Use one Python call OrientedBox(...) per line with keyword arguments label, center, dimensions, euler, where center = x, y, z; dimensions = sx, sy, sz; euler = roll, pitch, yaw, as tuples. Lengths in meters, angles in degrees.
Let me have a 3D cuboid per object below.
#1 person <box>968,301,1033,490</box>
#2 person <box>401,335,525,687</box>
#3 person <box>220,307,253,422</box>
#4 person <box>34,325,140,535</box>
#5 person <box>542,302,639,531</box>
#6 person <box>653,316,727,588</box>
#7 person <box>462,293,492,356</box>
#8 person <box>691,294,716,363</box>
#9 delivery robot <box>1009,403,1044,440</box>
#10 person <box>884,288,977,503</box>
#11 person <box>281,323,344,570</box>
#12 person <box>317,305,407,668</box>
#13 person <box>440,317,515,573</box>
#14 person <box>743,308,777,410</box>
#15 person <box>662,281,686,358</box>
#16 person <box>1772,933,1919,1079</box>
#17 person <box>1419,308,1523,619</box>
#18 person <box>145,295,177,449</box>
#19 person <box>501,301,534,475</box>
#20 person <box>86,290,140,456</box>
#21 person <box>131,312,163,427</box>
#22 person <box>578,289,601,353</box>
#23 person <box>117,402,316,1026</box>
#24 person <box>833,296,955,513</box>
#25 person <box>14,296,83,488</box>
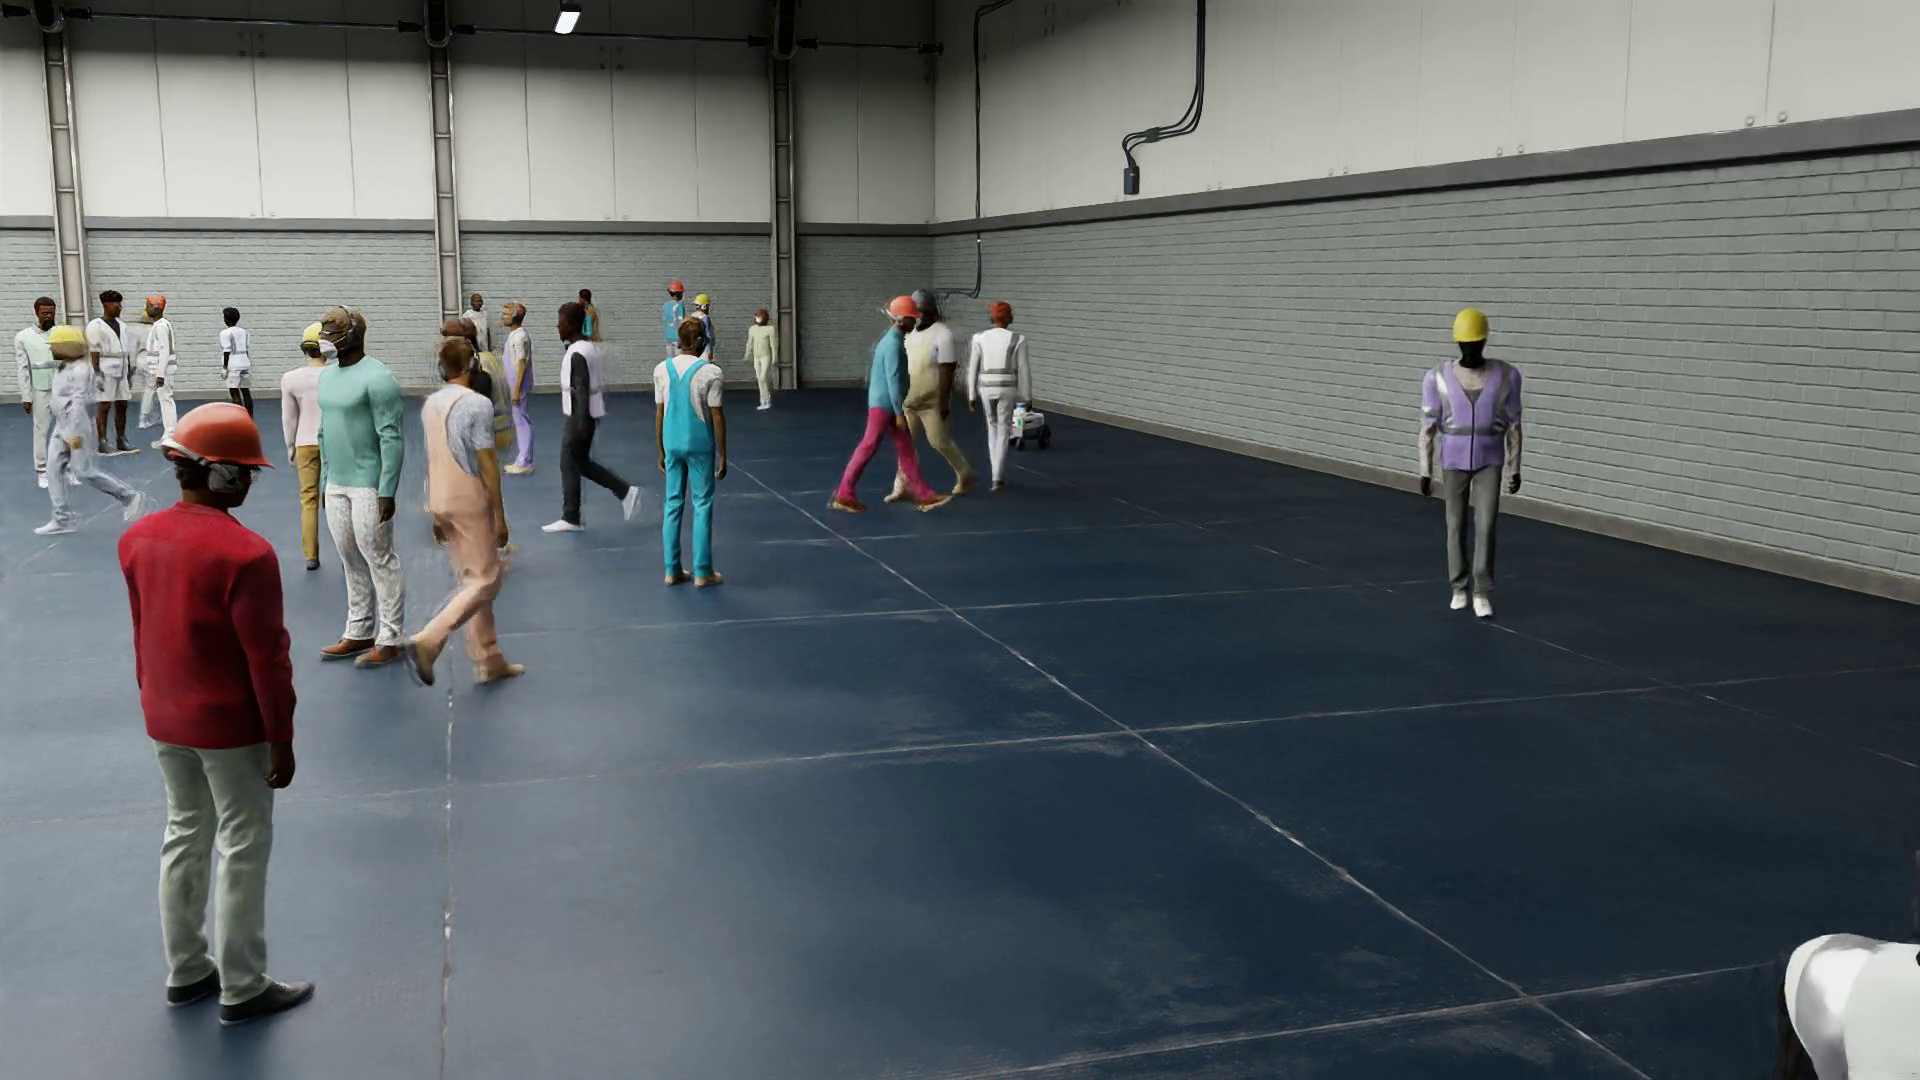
OrientedBox(label="person", center=(0.435, -1.445, 16.628), dimensions=(0.614, 1.848, 0.791), euler=(4, 10, 21))
OrientedBox(label="person", center=(-2.558, -0.120, 8.377), dimensions=(0.558, 1.803, 0.684), euler=(6, 11, 35))
OrientedBox(label="person", center=(-10.025, -2.370, 23.023), dimensions=(0.320, 1.695, 0.537), euler=(2, 9, 14))
OrientedBox(label="person", center=(-7.236, -0.917, 13.676), dimensions=(0.490, 1.701, 0.736), euler=(7, 11, 38))
OrientedBox(label="person", center=(-3.082, -1.014, 13.739), dimensions=(0.716, 1.898, 0.603), euler=(-1, 9, -7))
OrientedBox(label="person", center=(-1.810, -0.588, 11.222), dimensions=(0.517, 1.836, 0.349), euler=(3, 9, 16))
OrientedBox(label="person", center=(-8.438, -3.389, 29.095), dimensions=(0.341, 1.839, 0.501), euler=(8, 12, 42))
OrientedBox(label="person", center=(-4.283, -3.184, 27.778), dimensions=(0.404, 1.835, 0.590), euler=(-6, 11, -35))
OrientedBox(label="delivery robot", center=(0.747, -1.434, 20.380), dimensions=(0.477, 0.478, 0.707), euler=(5, 10, 28))
OrientedBox(label="person", center=(-0.277, -1.377, 15.590), dimensions=(0.686, 2.000, 0.912), euler=(9, 12, 44))
OrientedBox(label="person", center=(-4.555, -0.661, 11.897), dimensions=(0.525, 1.769, 0.327), euler=(-1, 9, -3))
OrientedBox(label="person", center=(-3.230, -0.284, 8.943), dimensions=(0.635, 1.937, 0.353), euler=(7, 11, 37))
OrientedBox(label="person", center=(-3.385, -0.651, 11.674), dimensions=(0.439, 1.817, 0.653), euler=(-3, 9, -16))
OrientedBox(label="person", center=(-3.190, -2.869, 26.447), dimensions=(0.507, 1.620, 0.488), euler=(5, 10, 31))
OrientedBox(label="person", center=(-5.049, -3.582, 29.651), dimensions=(0.383, 2.045, 0.605), euler=(-8, 12, -43))
OrientedBox(label="person", center=(1.090, 0.995, 1.751), dimensions=(0.371, 1.625, 0.548), euler=(-5, 10, -31))
OrientedBox(label="person", center=(3.133, -0.466, 10.221), dimensions=(0.620, 1.891, 0.784), euler=(3, 9, 17))
OrientedBox(label="person", center=(-9.814, -2.057, 20.434), dimensions=(0.355, 1.882, 0.576), euler=(-5, 10, -27))
OrientedBox(label="person", center=(-4.718, -1.612, 17.716), dimensions=(0.345, 1.847, 0.508), euler=(-3, 9, -18))
OrientedBox(label="person", center=(-10.038, -1.978, 19.704), dimensions=(0.376, 1.958, 0.607), euler=(2, 9, 14))
OrientedBox(label="person", center=(-11.405, -2.457, 23.554), dimensions=(0.501, 1.690, 0.888), euler=(1, 9, 7))
OrientedBox(label="person", center=(-6.341, -3.333, 28.473), dimensions=(0.386, 1.915, 0.608), euler=(-1, 9, -6))
OrientedBox(label="person", center=(-2.067, 0.484, 4.674), dimensions=(0.575, 1.740, 0.348), euler=(4, 10, 26))
OrientedBox(label="person", center=(-0.620, -1.186, 14.733), dimensions=(1.101, 1.924, 0.645), euler=(1, 9, 5))
OrientedBox(label="person", center=(-9.100, -1.474, 16.648), dimensions=(0.391, 1.911, 0.584), euler=(8, 12, 40))
